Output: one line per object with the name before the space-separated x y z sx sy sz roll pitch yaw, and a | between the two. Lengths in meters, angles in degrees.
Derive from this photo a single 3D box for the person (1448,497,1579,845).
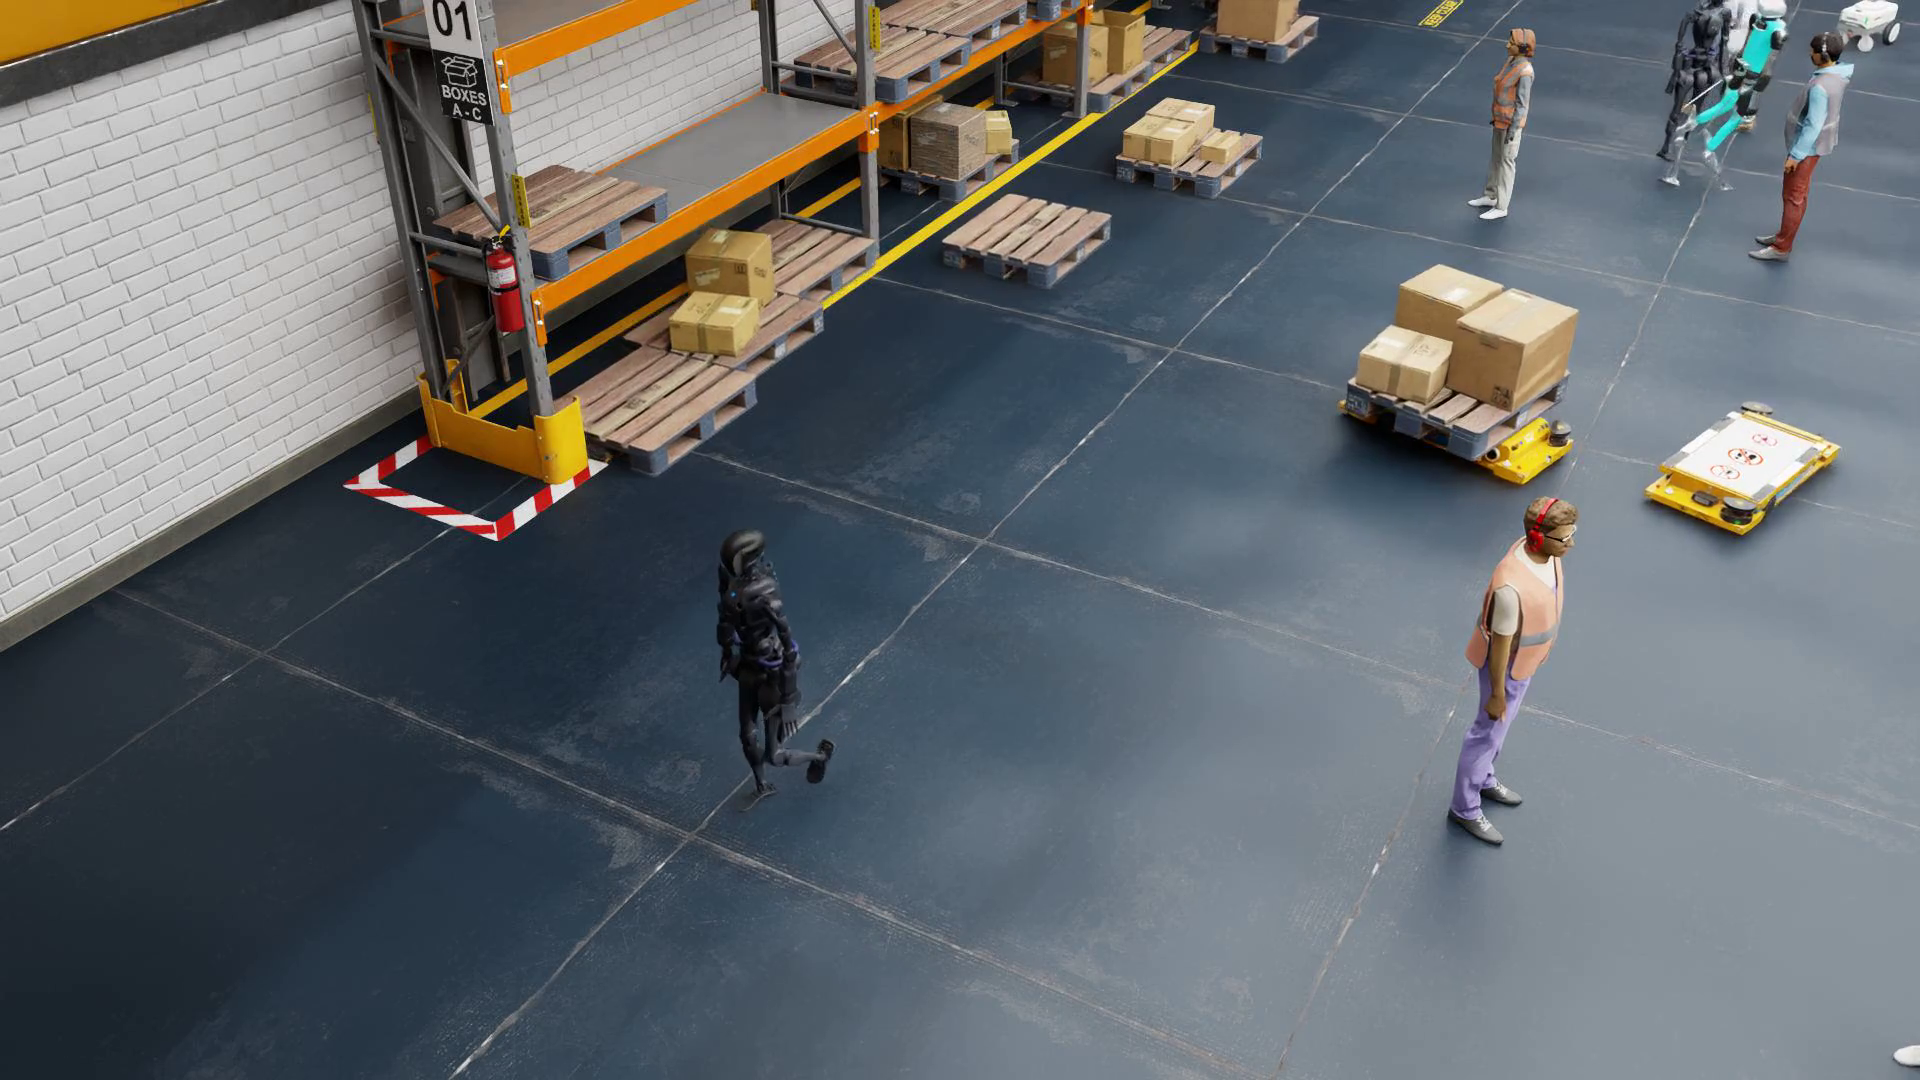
person | 2.584 0.585 7.832 0.383 1.845 0.569 19 38 27

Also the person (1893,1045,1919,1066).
person | 4.067 1.521 6.524 0.372 1.731 0.492 -1 33 -1

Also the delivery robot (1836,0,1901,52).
delivery robot | 10.228 -5.855 18.734 0.739 0.580 0.518 -23 40 -31

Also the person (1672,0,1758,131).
person | 7.555 -4.855 16.229 0.534 1.651 0.880 -17 37 -24

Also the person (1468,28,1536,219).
person | 4.713 -3.586 14.328 0.306 1.640 0.510 -1 33 -1

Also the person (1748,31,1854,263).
person | 6.865 -3.175 13.493 0.414 1.878 0.531 20 38 28

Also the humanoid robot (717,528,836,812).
humanoid robot | -0.895 0.592 7.979 0.534 1.633 0.616 -26 42 -34

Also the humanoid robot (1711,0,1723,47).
humanoid robot | 8.461 -6.120 18.133 0.613 1.639 0.461 17 37 24

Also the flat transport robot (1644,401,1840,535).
flat transport robot | 5.138 -0.485 10.882 1.431 0.231 0.659 -28 42 -35

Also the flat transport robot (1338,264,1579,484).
flat transport robot | 3.386 -0.825 11.396 1.431 0.231 0.659 29 43 36

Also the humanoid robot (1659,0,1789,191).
humanoid robot | 6.716 -3.908 14.780 0.917 1.783 0.557 1 33 1

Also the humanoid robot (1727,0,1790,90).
humanoid robot | 8.092 -5.340 16.905 0.547 1.759 0.940 20 38 27

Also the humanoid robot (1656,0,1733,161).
humanoid robot | 6.914 -4.420 15.580 0.602 1.642 0.447 -9 34 -13
